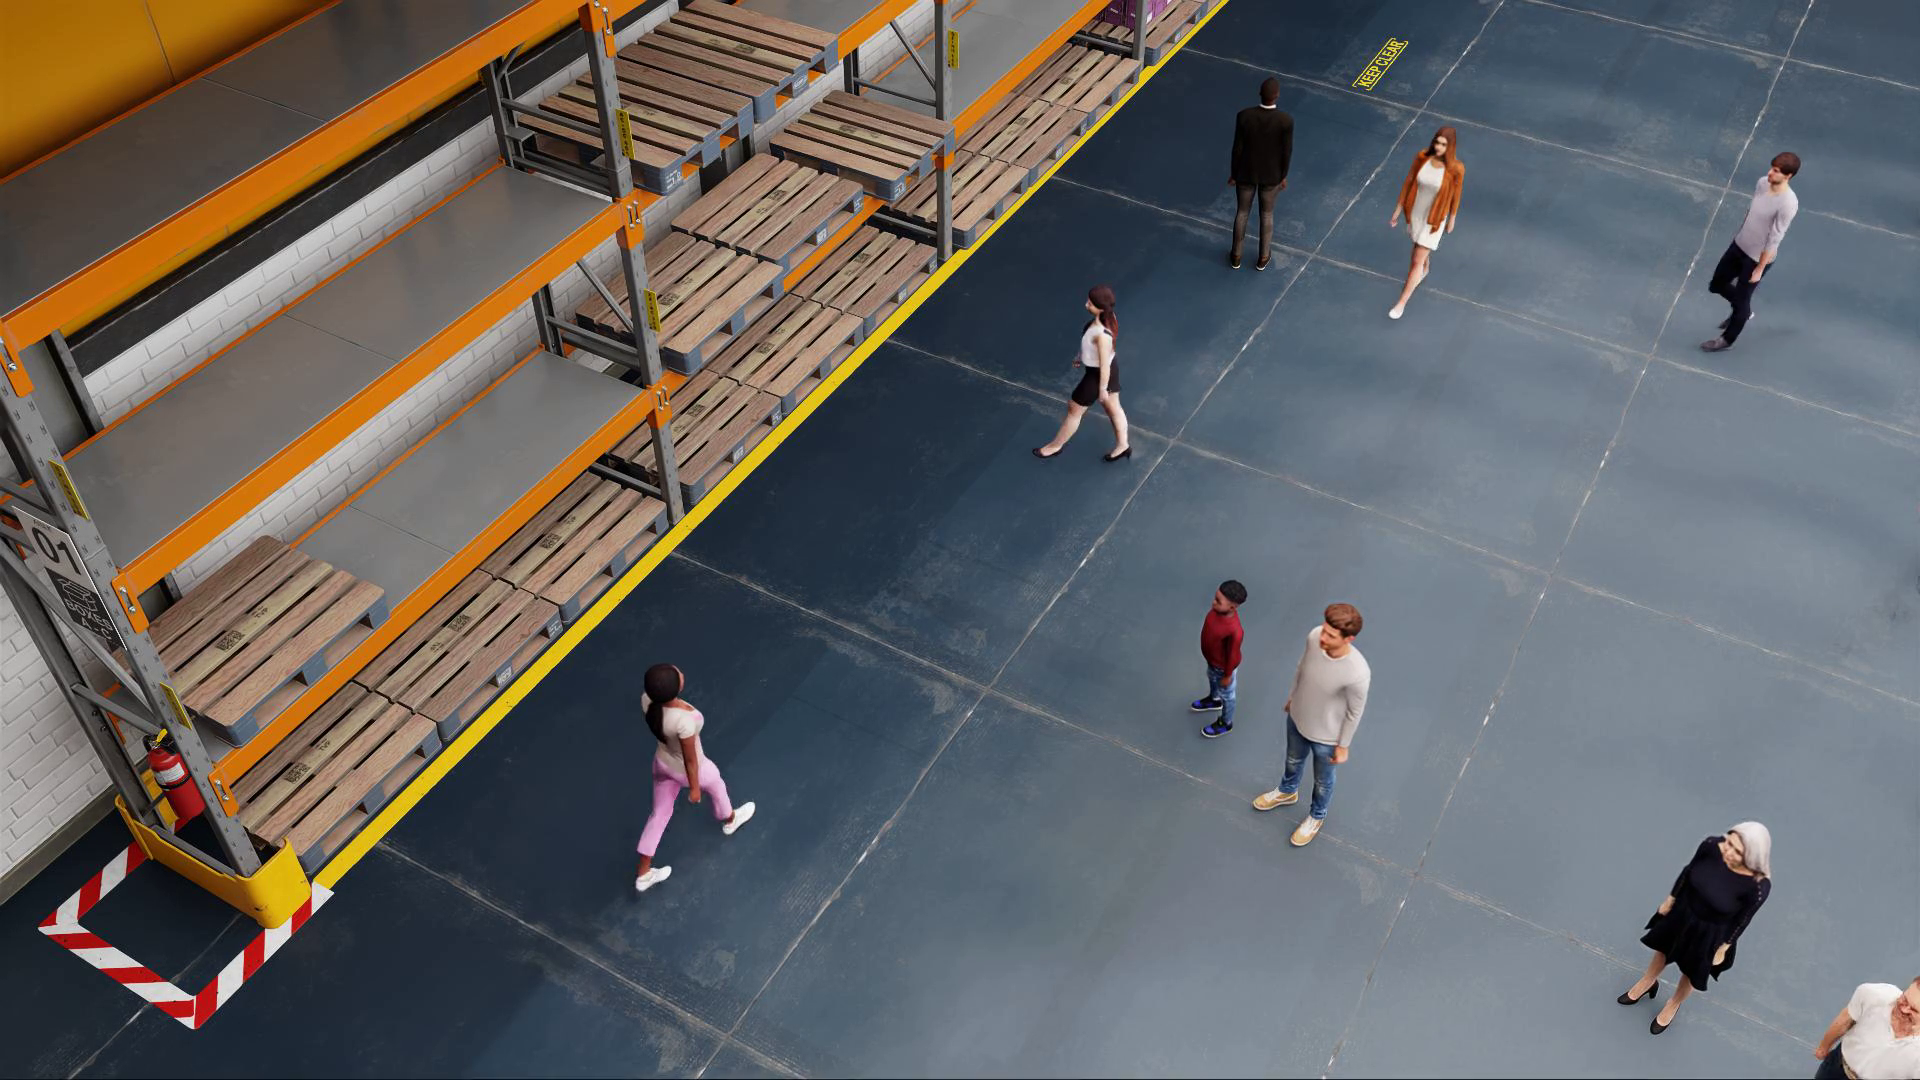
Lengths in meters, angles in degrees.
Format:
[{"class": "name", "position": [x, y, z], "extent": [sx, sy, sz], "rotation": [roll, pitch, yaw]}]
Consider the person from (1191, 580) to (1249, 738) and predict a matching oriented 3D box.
[{"class": "person", "position": [1.687, 0.732, 10.632], "extent": [0.634, 1.252, 0.575], "rotation": [-11, 45, -11]}]

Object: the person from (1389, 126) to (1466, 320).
[{"class": "person", "position": [3.951, -2.756, 13.988], "extent": [0.768, 1.674, 1.164], "rotation": [32, 52, 29]}]

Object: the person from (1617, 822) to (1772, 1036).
[{"class": "person", "position": [3.946, 2.061, 8.879], "extent": [0.717, 1.747, 0.694], "rotation": [-22, 48, -21]}]

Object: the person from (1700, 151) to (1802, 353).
[{"class": "person", "position": [6.479, -2.318, 13.412], "extent": [0.897, 1.834, 0.834], "rotation": [-7, 44, -7]}]

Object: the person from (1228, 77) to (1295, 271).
[{"class": "person", "position": [2.571, -3.139, 14.298], "extent": [0.721, 1.799, 0.671], "rotation": [9, 44, 10]}]

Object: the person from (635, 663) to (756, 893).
[{"class": "person", "position": [-1.691, 1.382, 9.628], "extent": [0.724, 1.697, 1.190], "rotation": [30, 51, 28]}]

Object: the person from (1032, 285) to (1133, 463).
[{"class": "person", "position": [1.122, -1.202, 12.399], "extent": [0.910, 1.616, 1.017], "rotation": [4, 44, 4]}]

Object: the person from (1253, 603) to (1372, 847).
[{"class": "person", "position": [2.131, 1.058, 9.817], "extent": [0.754, 1.904, 0.753], "rotation": [-24, 48, -23]}]
